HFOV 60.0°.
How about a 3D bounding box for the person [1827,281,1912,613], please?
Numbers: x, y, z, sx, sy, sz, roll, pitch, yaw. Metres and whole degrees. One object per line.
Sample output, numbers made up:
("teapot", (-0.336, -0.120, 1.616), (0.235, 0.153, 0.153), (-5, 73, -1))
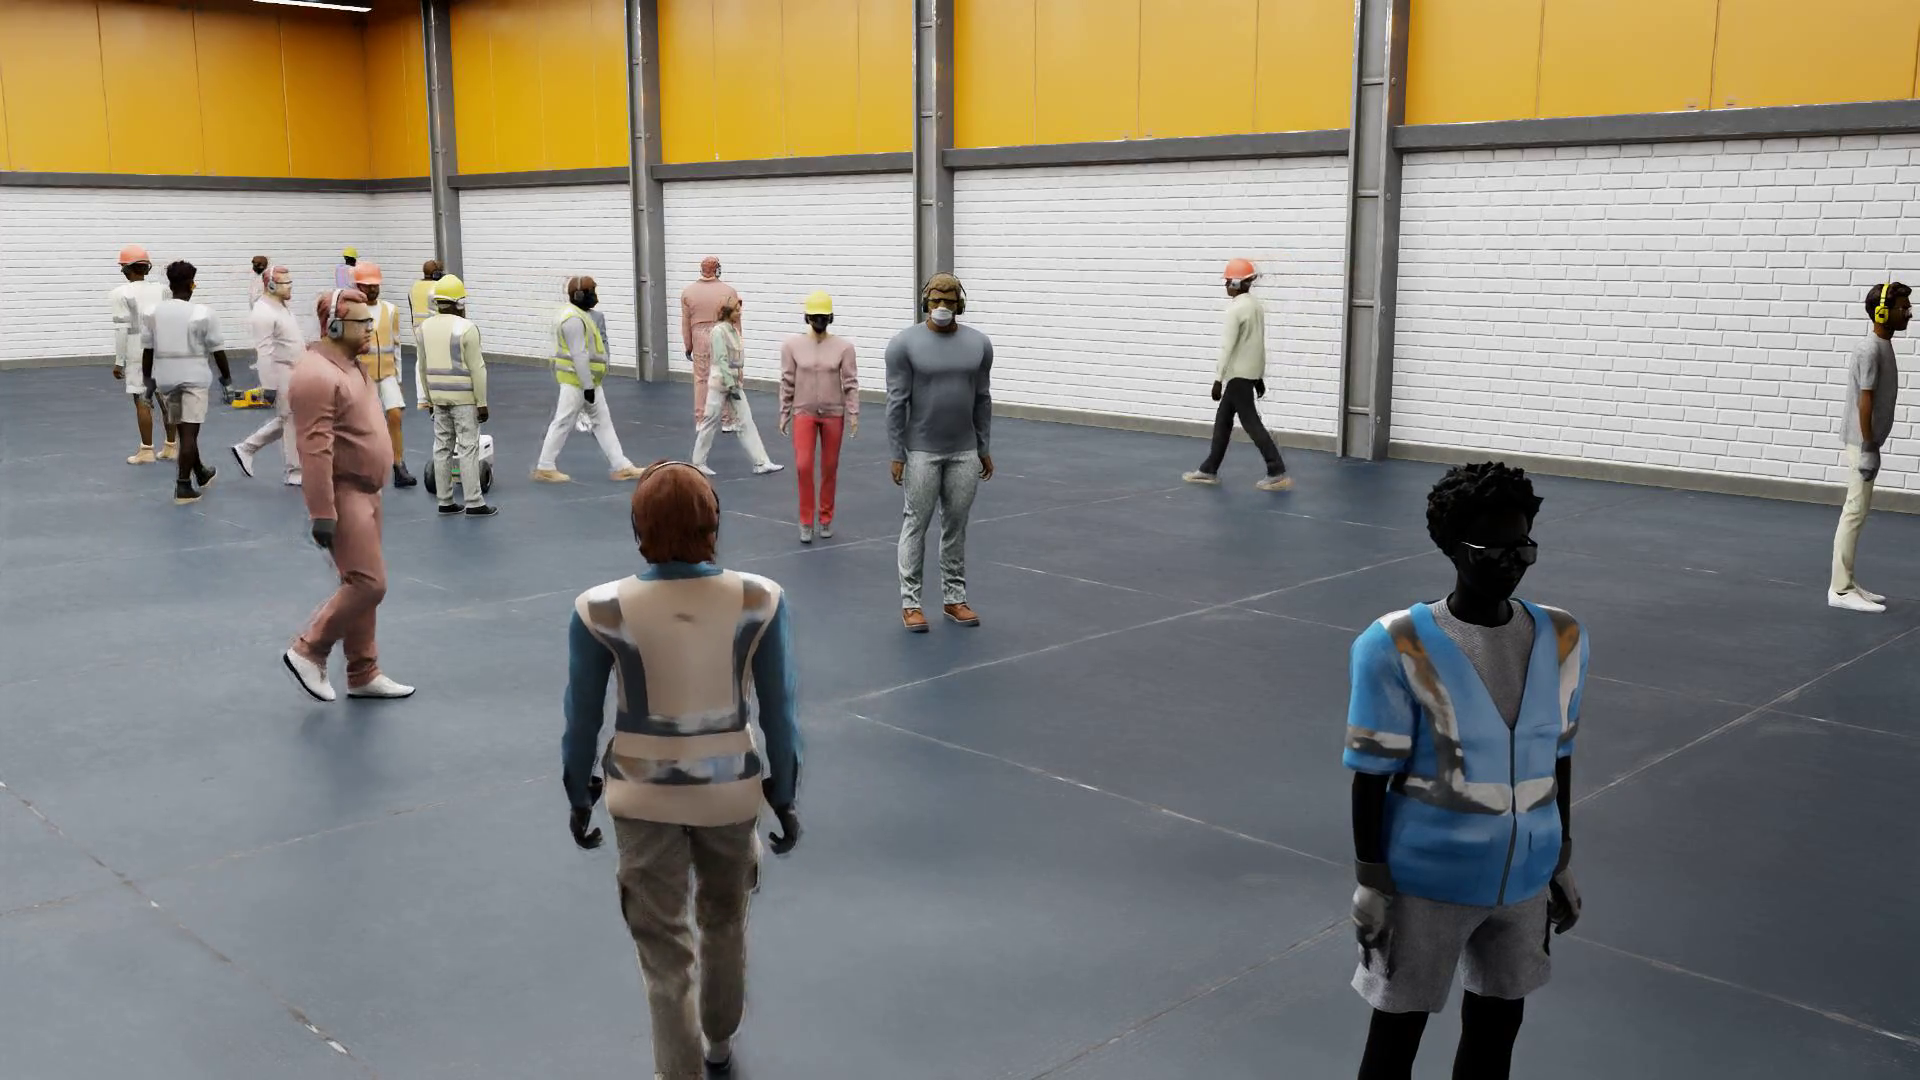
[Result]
("person", (5.222, -0.536, 9.528), (0.334, 1.873, 0.521), (6, 12, 32))

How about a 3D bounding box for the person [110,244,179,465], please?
("person", (-7.608, -1.716, 15.492), (0.377, 2.045, 0.605), (6, 12, 28))

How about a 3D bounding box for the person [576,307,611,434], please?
("person", (-4.008, -1.929, 17.857), (0.521, 1.584, 0.854), (-7, 12, -33))

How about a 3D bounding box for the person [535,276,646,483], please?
("person", (-3.242, -1.371, 14.326), (0.983, 1.793, 0.637), (0, 10, -2))

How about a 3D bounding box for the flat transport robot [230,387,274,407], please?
("flat transport robot", (-8.279, -1.800, 20.791), (1.431, 0.197, 0.652), (-1, 10, -3))

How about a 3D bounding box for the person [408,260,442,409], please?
("person", (-6.448, -2.499, 20.354), (0.628, 1.835, 0.432), (6, 12, 30))

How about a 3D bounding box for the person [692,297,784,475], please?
("person", (-2.030, -1.349, 14.729), (0.849, 1.593, 0.512), (4, 11, 20))

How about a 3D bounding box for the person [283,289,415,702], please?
("person", (-2.768, -0.180, 7.518), (0.451, 1.893, 0.671), (-1, 10, -3))

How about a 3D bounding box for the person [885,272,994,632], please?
("person", (-0.100, -0.474, 9.027), (0.629, 1.932, 0.371), (-5, 11, -24))

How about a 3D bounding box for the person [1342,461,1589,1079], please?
("person", (1.022, 0.680, 3.374), (0.540, 1.696, 0.316), (-3, 11, -16))

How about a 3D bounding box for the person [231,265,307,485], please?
("person", (-5.837, -1.387, 14.141), (0.690, 1.880, 0.645), (-2, 11, -11))

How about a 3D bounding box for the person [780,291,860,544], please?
("person", (-0.969, -0.845, 11.530), (0.554, 1.740, 0.686), (-1, 10, -7))

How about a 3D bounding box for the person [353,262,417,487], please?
("person", (-4.904, -1.373, 14.004), (0.568, 1.900, 0.872), (-9, 14, -40))

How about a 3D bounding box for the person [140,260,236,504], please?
("person", (-6.220, -1.295, 13.507), (0.639, 1.918, 0.963), (0, 10, 2))

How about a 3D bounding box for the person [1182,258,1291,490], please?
("person", (2.389, -1.397, 14.027), (1.009, 1.950, 0.630), (6, 12, 30))

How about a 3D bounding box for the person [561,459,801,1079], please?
("person", (-0.680, 0.604, 3.997), (0.541, 1.606, 0.758), (-3, 11, -17))

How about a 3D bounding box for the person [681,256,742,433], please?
("person", (-2.672, -2.109, 18.012), (0.651, 1.907, 0.409), (1, 10, 8))

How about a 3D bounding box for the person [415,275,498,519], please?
("person", (-3.796, -1.075, 12.562), (0.590, 1.837, 0.403), (5, 11, 25))

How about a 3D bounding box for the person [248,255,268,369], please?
("person", (-11.136, -3.670, 26.764), (0.629, 1.819, 0.745), (9, 14, 41))

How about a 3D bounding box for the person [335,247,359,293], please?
("person", (-10.854, -4.243, 29.631), (0.589, 1.919, 0.402), (6, 12, 29))

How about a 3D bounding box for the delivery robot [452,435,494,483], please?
("delivery robot", (-4.167, -0.741, 13.966), (0.477, 0.478, 0.707), (0, 11, -1))
